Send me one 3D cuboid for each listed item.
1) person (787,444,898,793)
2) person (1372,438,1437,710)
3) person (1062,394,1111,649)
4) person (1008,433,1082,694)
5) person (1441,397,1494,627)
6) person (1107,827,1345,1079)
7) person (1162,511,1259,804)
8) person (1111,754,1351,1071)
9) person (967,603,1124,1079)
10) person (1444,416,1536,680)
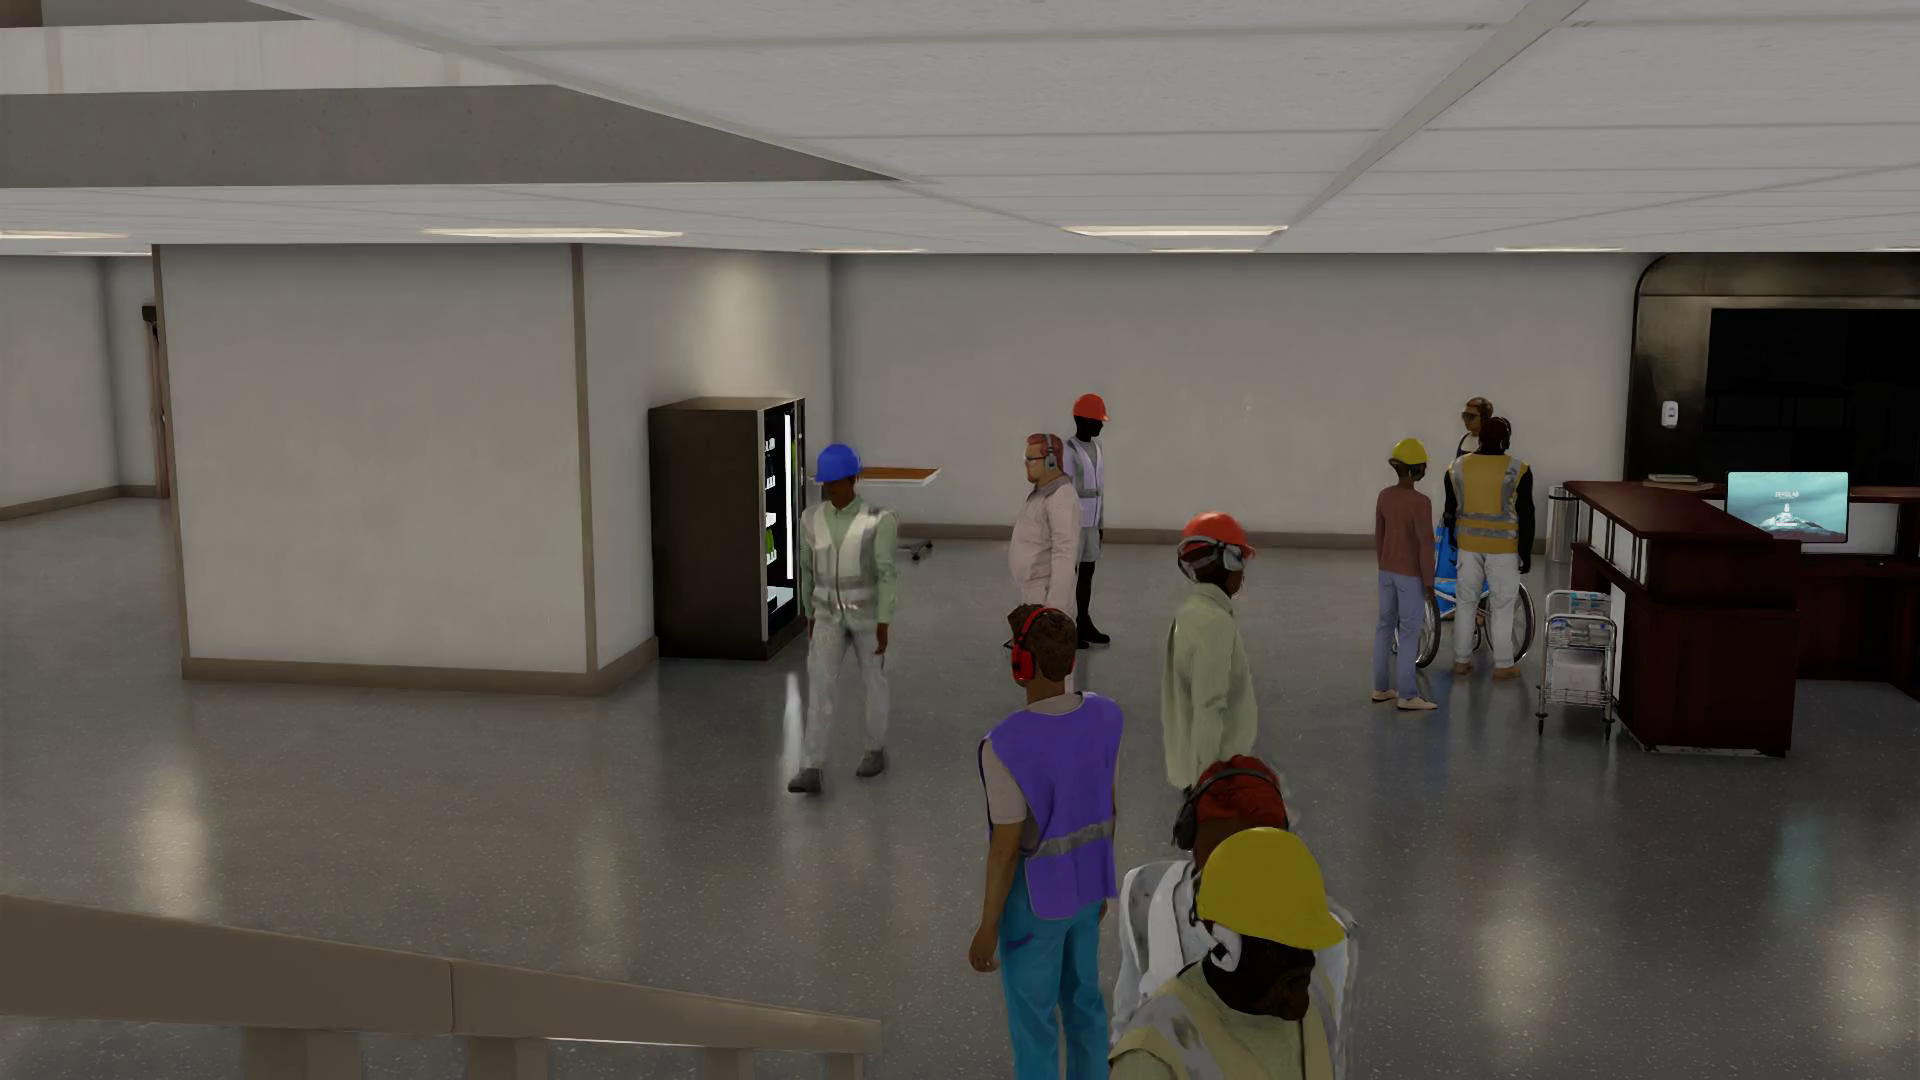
[{"bbox_3d":[-0.636,0.434,9.066,0.625,1.896,0.958,3,10,18],"label":"person"},{"bbox_3d":[2.898,0.221,10.820,0.301,1.772,0.524,-4,10,-24],"label":"person"},{"bbox_3d":[0.939,-0.142,12.573,0.390,1.929,0.545,8,12,39],"label":"person"},{"bbox_3d":[0.487,0.317,9.802,0.411,1.908,0.643,-2,9,-12],"label":"person"},{"bbox_3d":[4.106,-0.225,13.322,0.345,1.847,0.508,-4,10,-22],"label":"person"},{"bbox_3d":[0.535,1.427,3.230,0.590,1.823,0.405,-9,13,-43],"label":"person"},{"bbox_3d":[0.926,0.879,6.270,0.396,1.932,0.767,0,9,0],"label":"person"},{"bbox_3d":[0.575,1.350,3.714,0.587,1.828,0.957,7,11,35],"label":"person"},{"bbox_3d":[0.275,1.110,5.092,0.563,1.848,0.389,-9,13,-44],"label":"person"},{"bbox_3d":[3.699,0.056,11.614,0.632,1.843,0.429,6,11,35],"label":"person"}]
